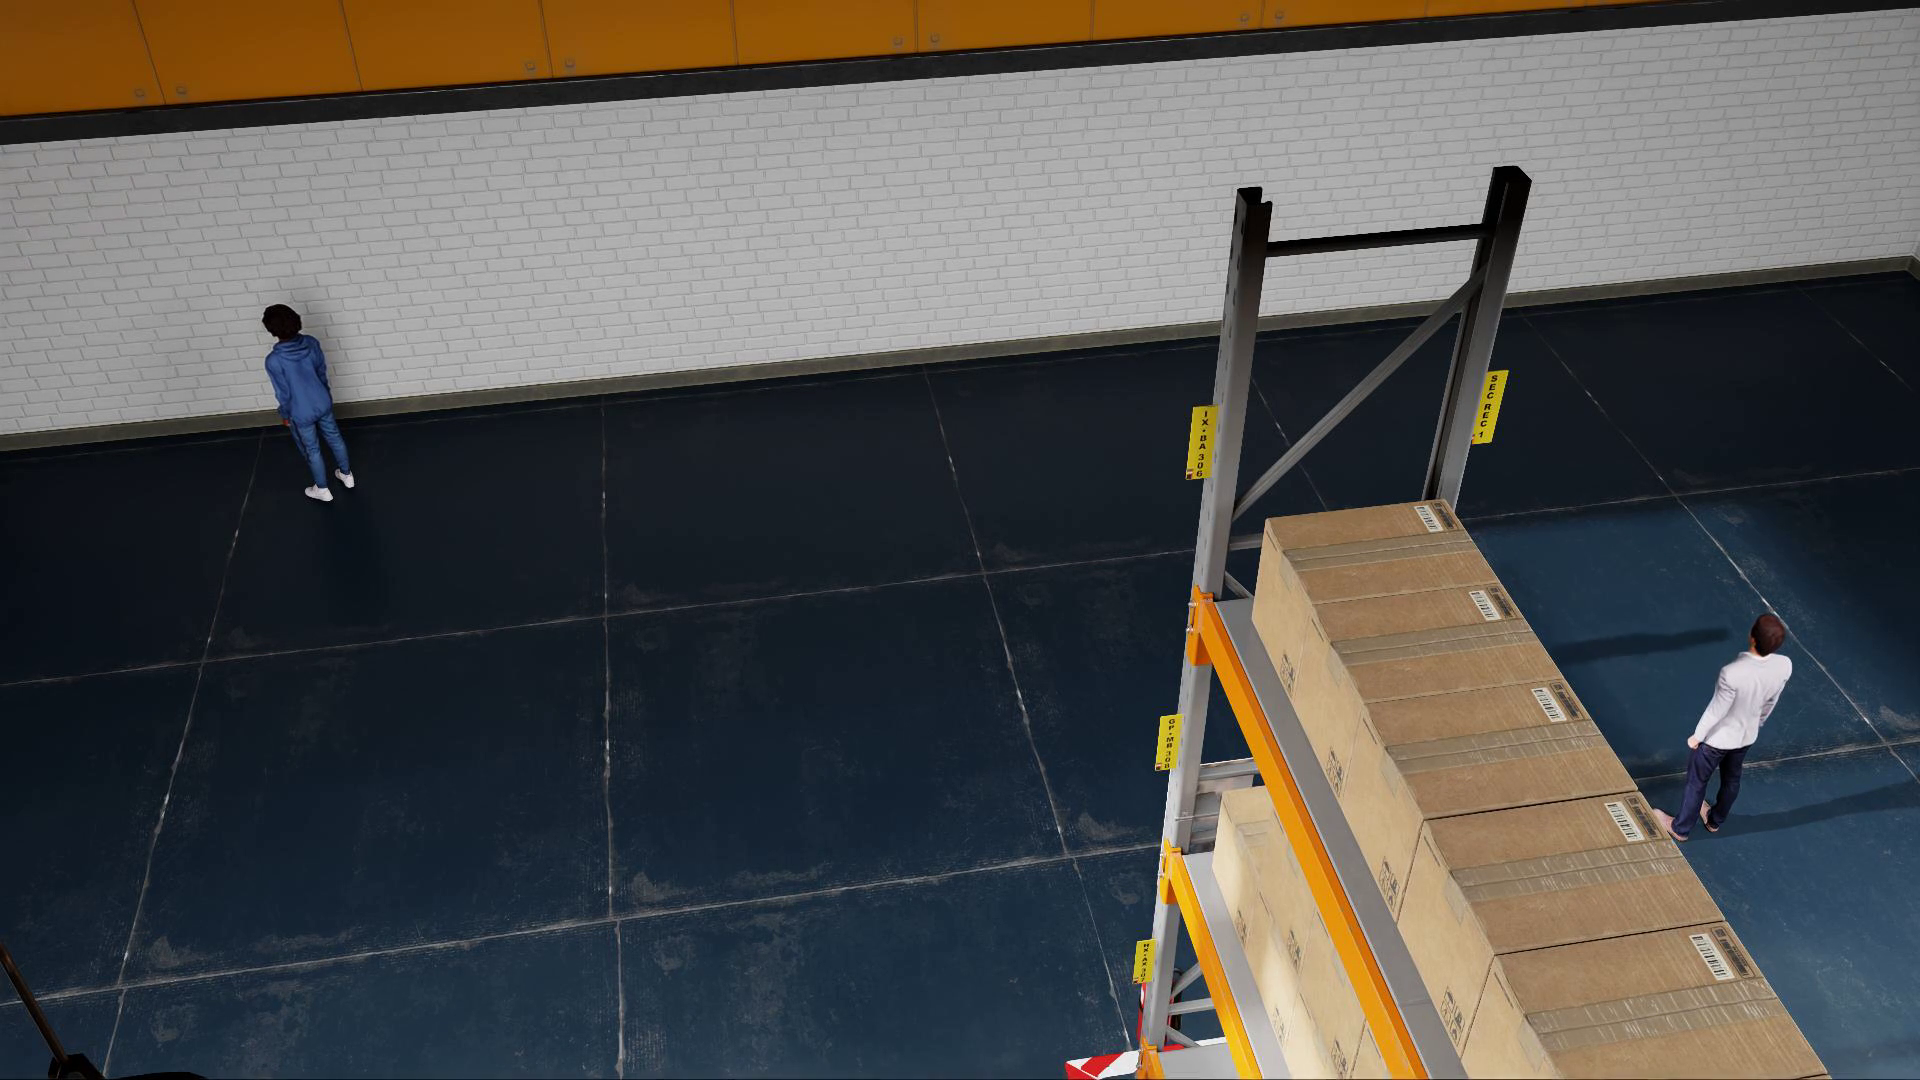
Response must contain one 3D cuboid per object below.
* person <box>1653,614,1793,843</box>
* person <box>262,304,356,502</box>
[{"bbox_3d":[4.944,1.215,10.694,0.703,1.852,0.598,-10,40,-13],"label":"person"},{"bbox_3d":[-5.370,-1.135,13.670,0.805,1.811,0.752,25,45,28],"label":"person"}]
